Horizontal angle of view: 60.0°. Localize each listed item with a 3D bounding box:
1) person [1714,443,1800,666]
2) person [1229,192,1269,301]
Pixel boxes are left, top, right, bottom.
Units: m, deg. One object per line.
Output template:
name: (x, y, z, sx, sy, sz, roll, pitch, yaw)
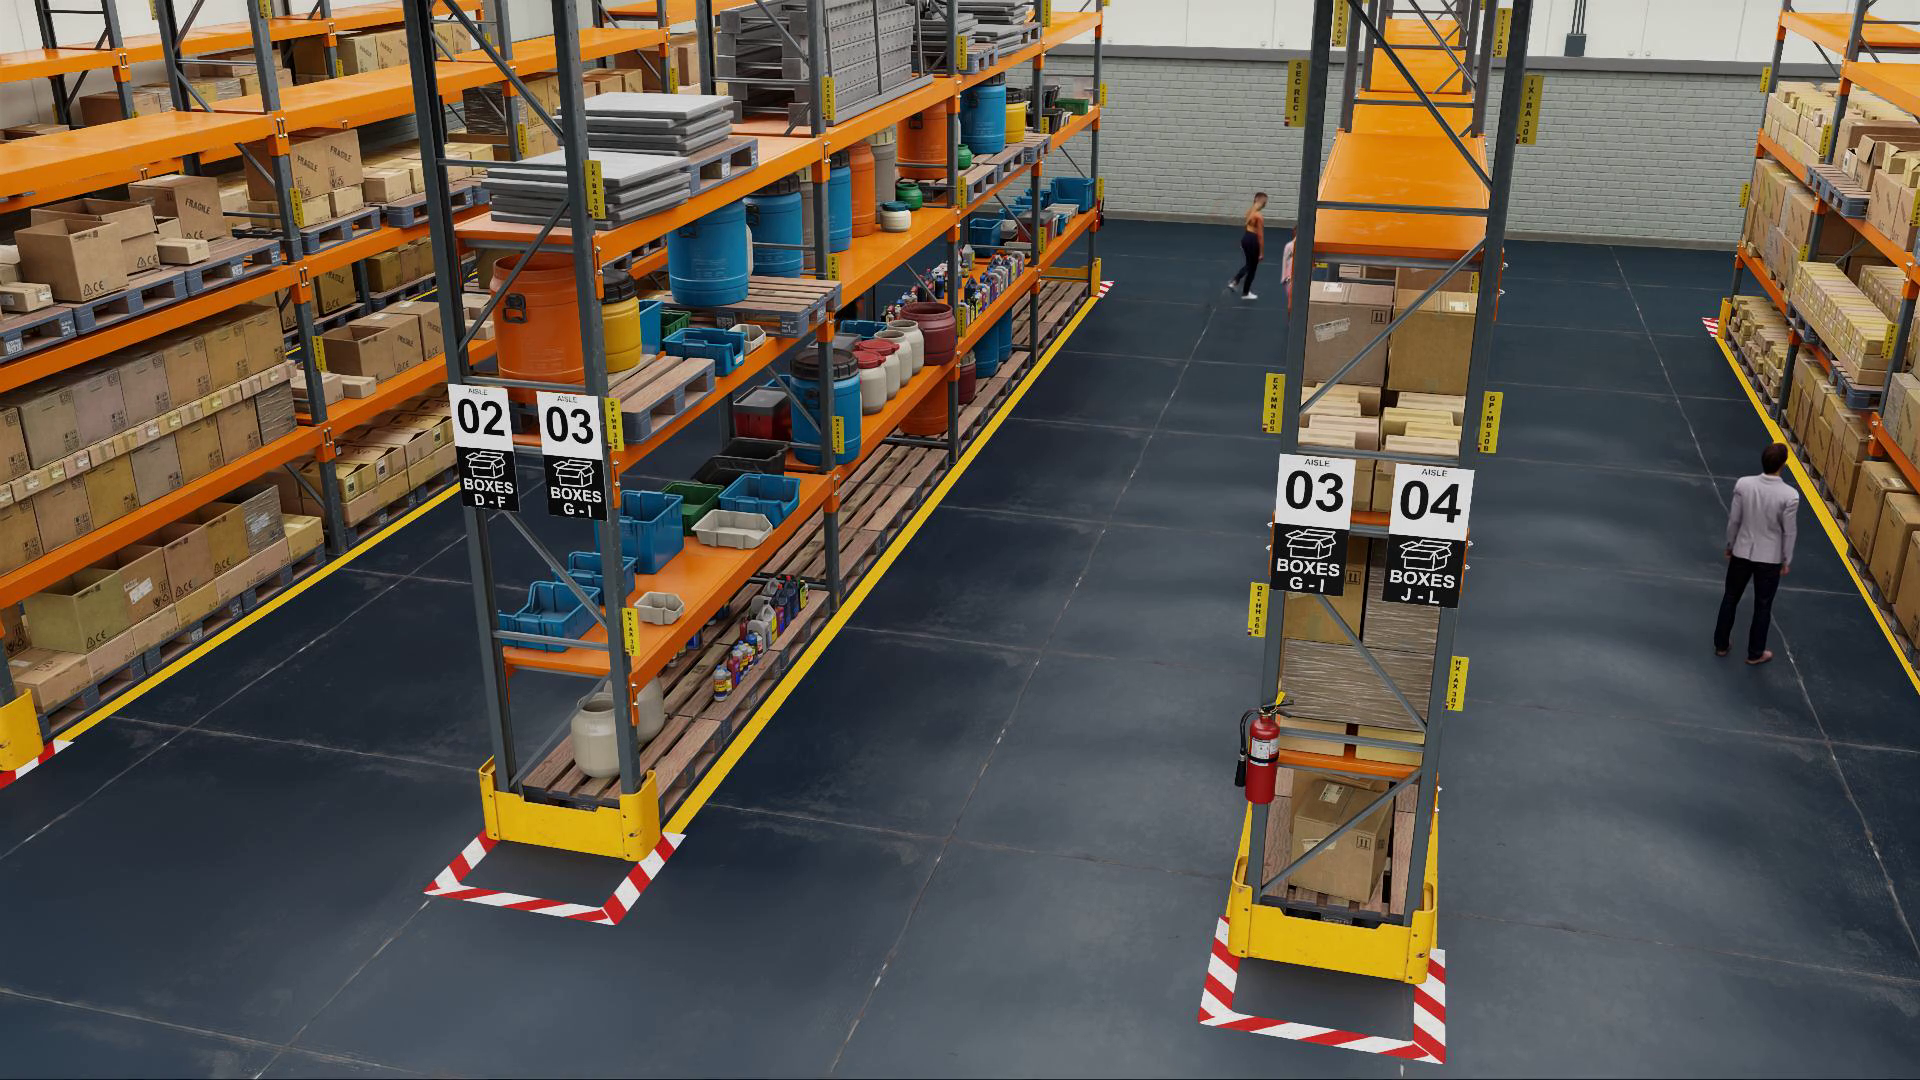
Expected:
person: (6.442, 0.100, 13.441, 0.768, 1.853, 0.761, 20, 30, 40)
person: (4.239, -4.315, 24.555, 0.868, 1.611, 0.815, -8, 23, -18)
